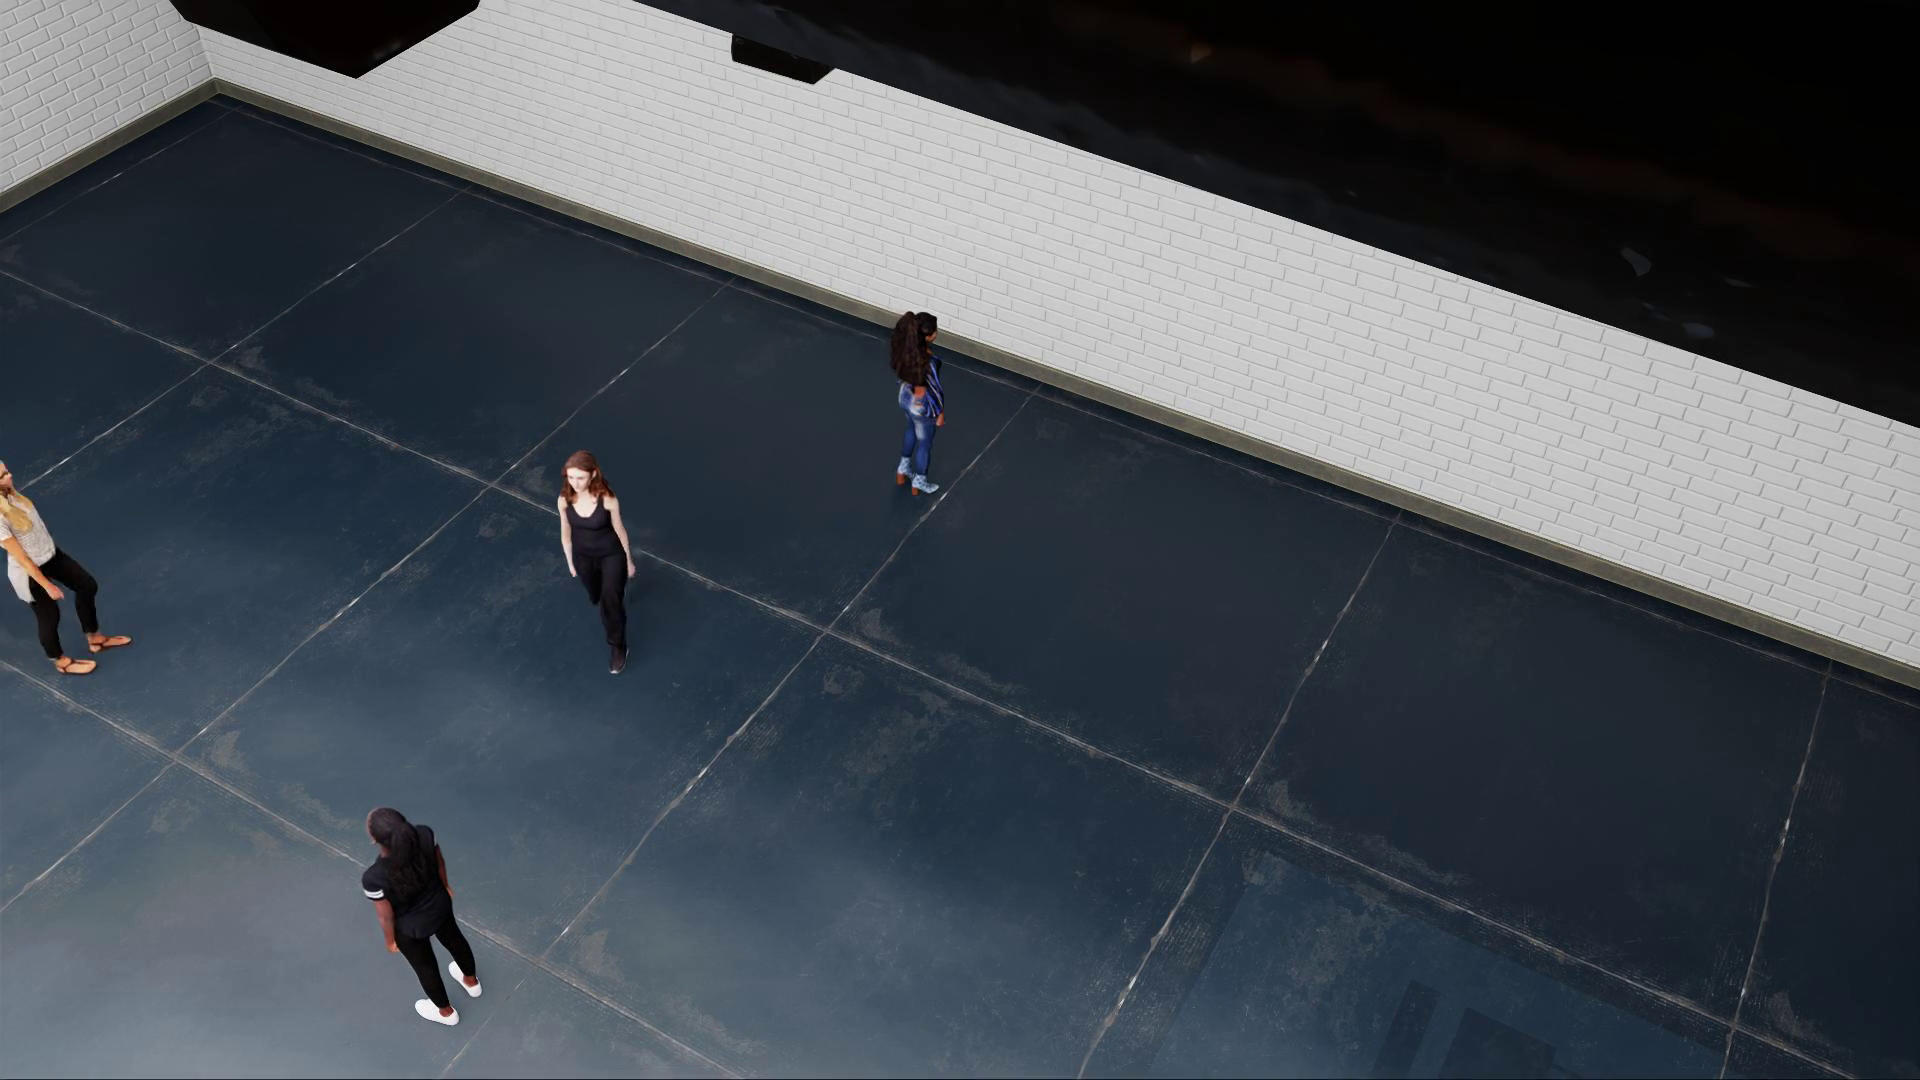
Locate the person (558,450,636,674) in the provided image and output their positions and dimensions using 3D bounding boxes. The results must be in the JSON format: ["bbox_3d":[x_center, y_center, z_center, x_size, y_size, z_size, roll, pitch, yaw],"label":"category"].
[{"bbox_3d":[-2.294,0.033,10.735,0.872,1.727,1.082,2,44,2],"label":"person"}]

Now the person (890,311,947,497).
[{"bbox_3d":[-0.314,-0.972,11.866,0.705,1.622,0.712,-24,49,-23],"label":"person"}]

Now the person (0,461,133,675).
[{"bbox_3d":[-5.930,0.208,10.490,0.865,1.812,0.805,-10,45,-10],"label":"person"}]

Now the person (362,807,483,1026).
[{"bbox_3d":[-2.829,1.955,8.716,0.659,1.729,0.504,23,48,22],"label":"person"}]
